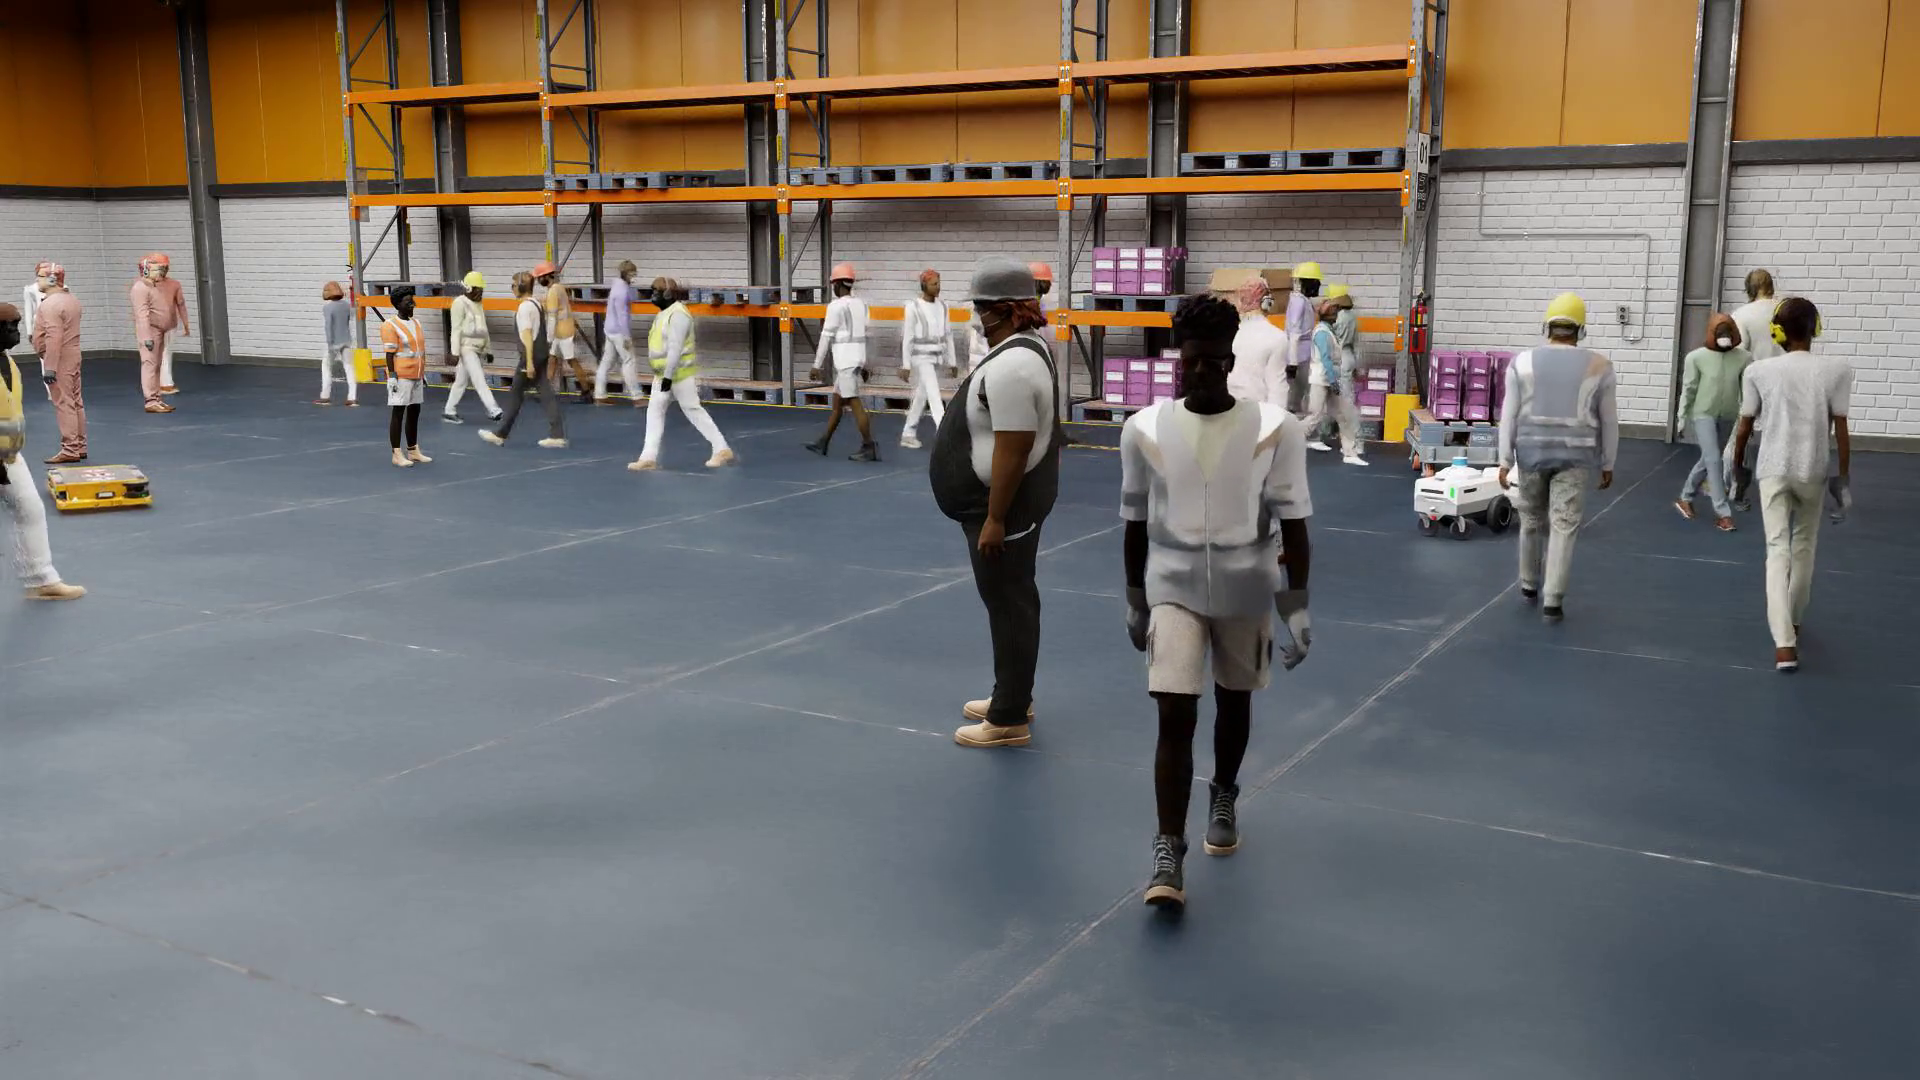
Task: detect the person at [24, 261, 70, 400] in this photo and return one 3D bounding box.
[{"bbox_3d":[-12.324,-2.836,22.537,0.590,1.865,0.465,-4,11,-20],"label":"person"}]

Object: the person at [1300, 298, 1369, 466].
[{"bbox_3d":[3.442,-1.491,15.719,0.795,1.589,0.493,6,12,31],"label":"person"}]

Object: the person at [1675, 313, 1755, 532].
[{"bbox_3d":[5.607,-0.898,12.382,0.520,1.583,0.828,-1,10,-3],"label":"person"}]

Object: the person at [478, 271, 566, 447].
[{"bbox_3d":[-4.506,-1.842,17.091,0.938,1.798,0.541,1,10,6],"label":"person"}]

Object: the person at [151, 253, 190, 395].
[{"bbox_3d":[-11.013,-2.998,23.158,0.807,1.968,0.646,7,12,34],"label":"person"}]

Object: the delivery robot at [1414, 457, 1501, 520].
[{"bbox_3d":[3.576,-0.355,11.946,0.707,0.478,0.477,-9,14,-43],"label":"delivery robot"}]

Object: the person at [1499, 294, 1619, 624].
[{"bbox_3d":[3.370,-0.471,9.355,0.617,1.790,0.871,5,11,25],"label":"person"}]

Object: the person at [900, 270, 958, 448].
[{"bbox_3d":[-0.282,-1.801,16.803,0.973,1.829,0.600,9,13,40],"label":"person"}]

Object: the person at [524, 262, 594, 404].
[{"bbox_3d":[-5.281,-2.681,21.675,0.993,1.854,0.600,-2,10,-10],"label":"person"}]

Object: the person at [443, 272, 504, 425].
[{"bbox_3d":[-5.623,-2.214,19.289,0.968,1.765,0.602,1,10,8],"label":"person"}]

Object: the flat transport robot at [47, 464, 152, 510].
[{"bbox_3d":[-7.014,-0.445,13.525,0.652,0.197,1.431,-6,12,-30],"label":"flat transport robot"}]

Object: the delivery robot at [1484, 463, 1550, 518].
[{"bbox_3d":[4.141,-0.390,12.145,0.477,0.478,0.707,-3,10,-15],"label":"delivery robot"}]

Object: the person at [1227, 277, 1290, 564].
[{"bbox_3d":[1.870,-0.747,10.713,0.813,1.875,0.663,-9,13,-40],"label":"person"}]

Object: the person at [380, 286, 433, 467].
[{"bbox_3d":[-5.214,-1.539,15.682,0.316,1.695,0.542,3,11,18],"label":"person"}]

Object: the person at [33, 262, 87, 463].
[{"bbox_3d":[-8.643,-1.692,15.945,0.407,1.913,0.641,-2,10,-11],"label":"person"}]

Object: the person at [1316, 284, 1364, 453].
[{"bbox_3d":[3.777,-1.733,16.803,0.862,1.687,0.491,9,13,41],"label":"person"}]

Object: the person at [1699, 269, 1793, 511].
[{"bbox_3d":[6.349,-1.205,13.259,0.731,1.873,0.980,-2,10,-12],"label":"person"}]

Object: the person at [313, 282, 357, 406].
[{"bbox_3d":[-8.156,-2.545,21.633,0.723,1.606,0.504,5,11,26],"label":"person"}]

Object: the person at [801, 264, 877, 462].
[{"bbox_3d":[-1.195,-1.713,16.112,0.982,1.883,0.560,5,11,25],"label":"person"}]

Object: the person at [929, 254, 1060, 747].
[{"bbox_3d":[0.140,-0.168,6.944,0.536,2.000,0.684,1,10,7],"label":"person"}]

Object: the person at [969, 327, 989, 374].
[{"bbox_3d":[0.336,-1.483,15.120,0.997,1.786,0.644,-2,10,-9],"label":"person"}]

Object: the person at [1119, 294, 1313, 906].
[{"bbox_3d":[0.811,0.181,5.336,0.630,1.908,1.001,2,10,11],"label":"person"}]

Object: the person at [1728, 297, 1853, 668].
[{"bbox_3d":[4.176,-0.304,8.374,0.544,1.808,1.003,4,11,22],"label":"person"}]

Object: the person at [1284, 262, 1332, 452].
[{"bbox_3d":[3.544,-1.836,16.761,0.711,1.901,0.613,3,10,16],"label":"person"}]

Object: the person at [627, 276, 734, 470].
[{"bbox_3d":[-2.600,-1.547,15.459,0.959,1.804,0.620,-6,12,-31],"label":"person"}]

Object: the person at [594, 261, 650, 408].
[{"bbox_3d":[-4.321,-2.630,21.346,0.850,1.873,0.683,-2,10,-14],"label":"person"}]

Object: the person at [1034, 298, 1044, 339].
[{"bbox_3d":[0.526,-1.183,13.505,0.377,1.755,0.524,3,10,17],"label":"person"}]

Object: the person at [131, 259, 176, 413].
[{"bbox_3d":[-10.072,-2.546,20.786,0.404,1.911,0.636,-2,10,-13],"label":"person"}]

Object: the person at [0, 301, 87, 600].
[{"bbox_3d":[-5.635,-0.482,9.543,0.883,1.777,0.652,0,10,2],"label":"person"}]

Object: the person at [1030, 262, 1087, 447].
[{"bbox_3d":[0.875,-1.861,16.931,0.928,1.894,0.551,2,10,13],"label":"person"}]
